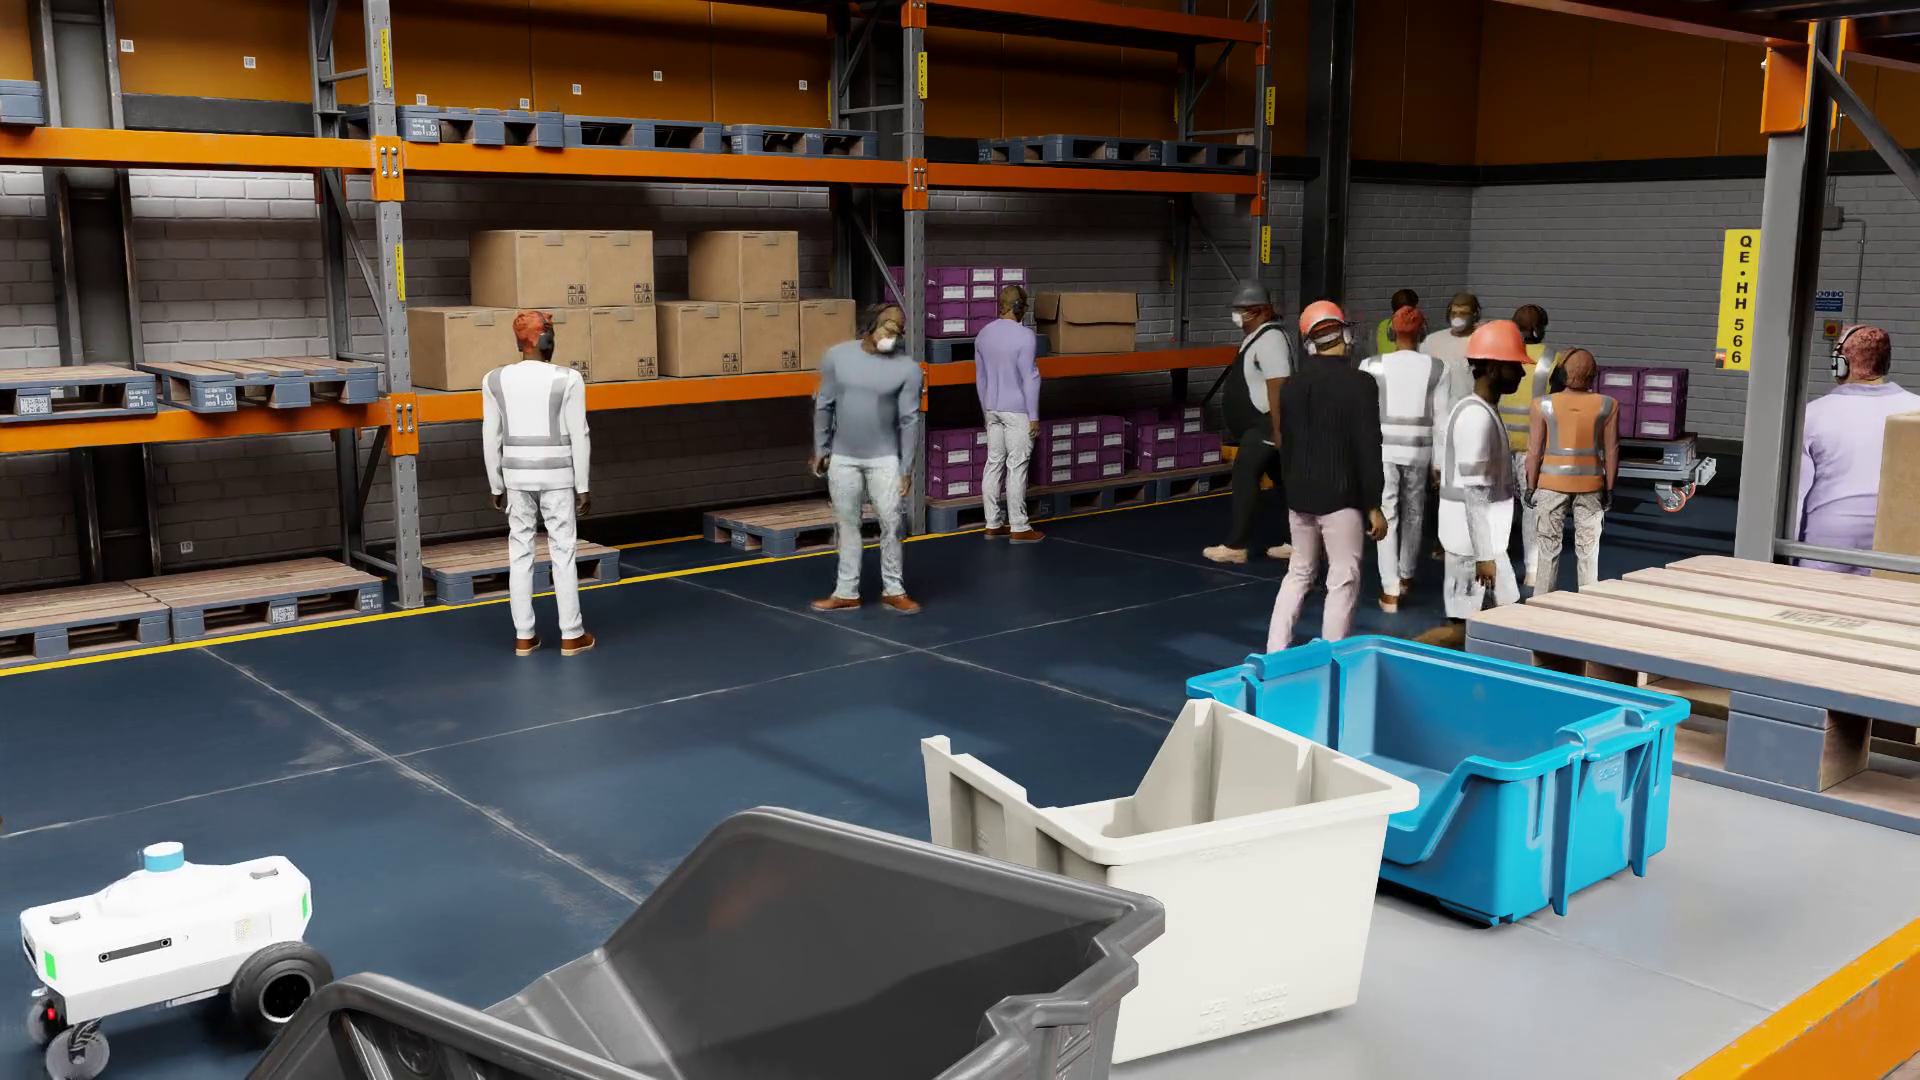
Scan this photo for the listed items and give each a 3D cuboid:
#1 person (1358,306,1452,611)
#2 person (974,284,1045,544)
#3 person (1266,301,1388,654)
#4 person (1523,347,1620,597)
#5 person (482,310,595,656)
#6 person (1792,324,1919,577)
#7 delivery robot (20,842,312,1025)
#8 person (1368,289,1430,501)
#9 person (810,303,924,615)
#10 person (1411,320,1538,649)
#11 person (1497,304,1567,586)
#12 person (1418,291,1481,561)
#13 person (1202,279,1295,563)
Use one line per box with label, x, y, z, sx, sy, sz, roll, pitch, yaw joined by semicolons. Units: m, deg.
person;2.723;-0.527;10.394;0.579;1.848;0.917;1;10;6
person;0.375;-0.940;12.450;0.373;1.937;0.630;-9;13;-41
person;1.761;-0.169;8.106;0.478;1.956;0.675;-6;12;-31
person;3.528;-0.288;9.614;0.523;1.645;0.306;2;10;11
person;-2.278;-0.301;9.018;0.575;1.882;0.360;1;10;5
person;3.768;0.043;7.062;0.646;1.902;0.400;1;10;6
delivery robot;-2.218;1.093;4.668;0.707;0.478;0.477;-8;13;-37
person;3.849;-1.256;14.479;0.429;1.846;0.625;-8;13;-37
person;-0.581;-0.470;9.971;0.742;1.896;0.368;2;10;14
person;2.220;-0.021;7.385;0.830;1.911;0.546;5;11;25
person;3.698;-0.623;10.946;0.634;1.839;0.429;9;13;40
person;3.619;-0.840;11.991;0.634;1.910;0.903;9;14;41
person;2.104;-0.862;11.718;0.873;2.000;0.694;2;10;9
